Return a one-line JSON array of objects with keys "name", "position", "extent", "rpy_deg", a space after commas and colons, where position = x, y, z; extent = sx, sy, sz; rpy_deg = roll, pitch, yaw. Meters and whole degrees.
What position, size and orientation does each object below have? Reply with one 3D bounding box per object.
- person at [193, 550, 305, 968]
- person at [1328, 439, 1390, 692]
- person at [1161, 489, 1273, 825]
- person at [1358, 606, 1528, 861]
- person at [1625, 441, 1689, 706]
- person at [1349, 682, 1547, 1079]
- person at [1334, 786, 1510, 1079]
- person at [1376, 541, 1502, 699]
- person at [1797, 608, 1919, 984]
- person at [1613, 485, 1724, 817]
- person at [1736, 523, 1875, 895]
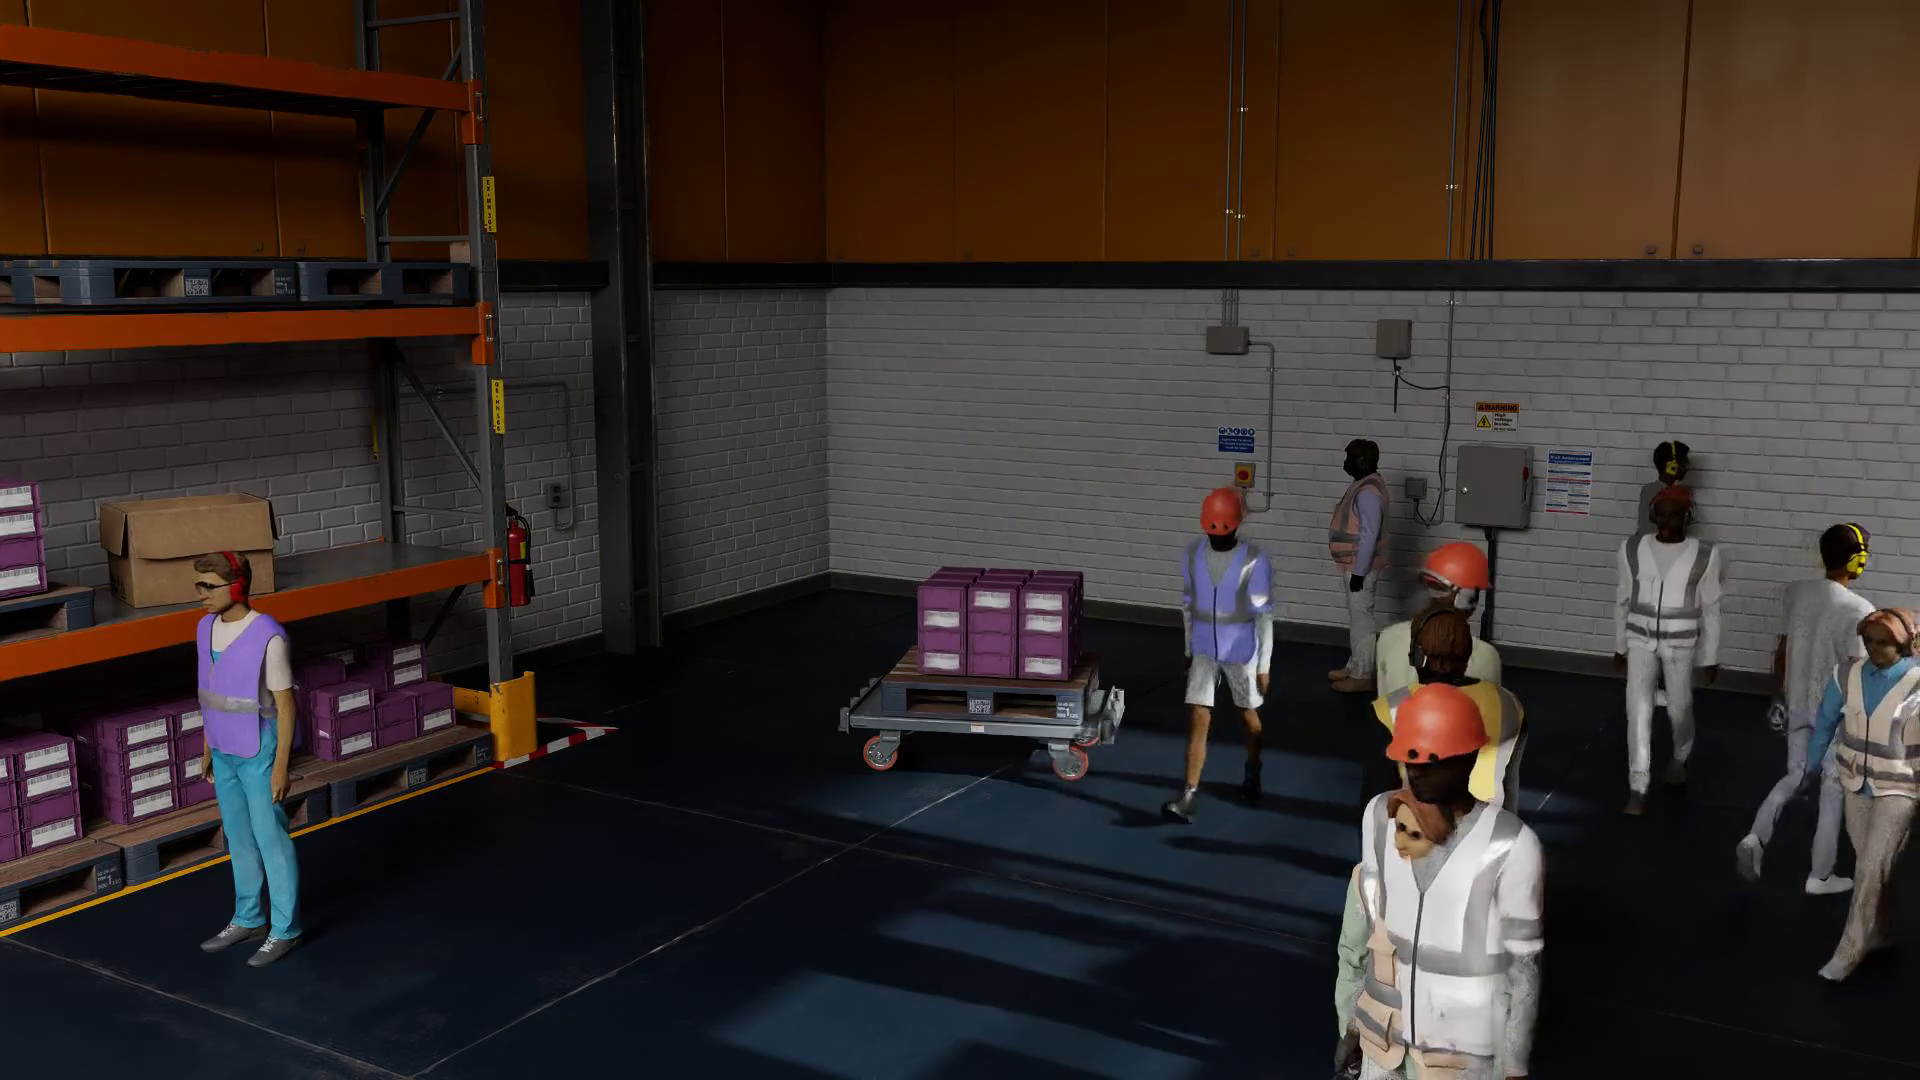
[{"name": "person", "position": [-3.130, 0.945, 7.338], "extent": [0.572, 1.840, 0.374], "rpy_deg": [6, 11, 32]}, {"name": "person", "position": [2.897, 0.180, 12.119], "extent": [0.429, 1.844, 0.627], "rpy_deg": [2, 9, 10]}, {"name": "person", "position": [1.459, 0.633, 9.248], "extent": [0.578, 1.848, 1.066], "rpy_deg": [5, 10, 29]}, {"name": "person", "position": [1.715, 1.153, 6.046], "extent": [0.624, 1.844, 0.430], "rpy_deg": [-2, 9, -14]}, {"name": "person", "position": [4.937, 0.231, 11.730], "extent": [0.309, 1.864, 0.533], "rpy_deg": [0, 9, -1]}, {"name": "person", "position": [1.362, 1.339, 4.657], "extent": [0.500, 1.934, 0.578], "rpy_deg": [-9, 13, -44]}, {"name": "person", "position": [1.303, 1.471, 4.696], "extent": [0.523, 1.636, 0.310], "rpy_deg": [7, 12, 38]}, {"name": "person", "position": [1.859, 0.988, 6.725], "extent": [0.743, 1.966, 0.629], "rpy_deg": [-7, 11, -36]}, {"name": "person", "position": [3.880, 1.091, 7.148], "extent": [0.787, 1.606, 0.552], "rpy_deg": [-5, 10, -27]}, {"name": "person", "position": [4.046, 0.593, 9.505], "extent": [0.579, 1.858, 0.866], "rpy_deg": [6, 11, 33]}, {"name": "person", "position": [4.095, 0.832, 8.040], "extent": [0.578, 1.849, 0.556], "rpy_deg": [-5, 10, -27]}]
